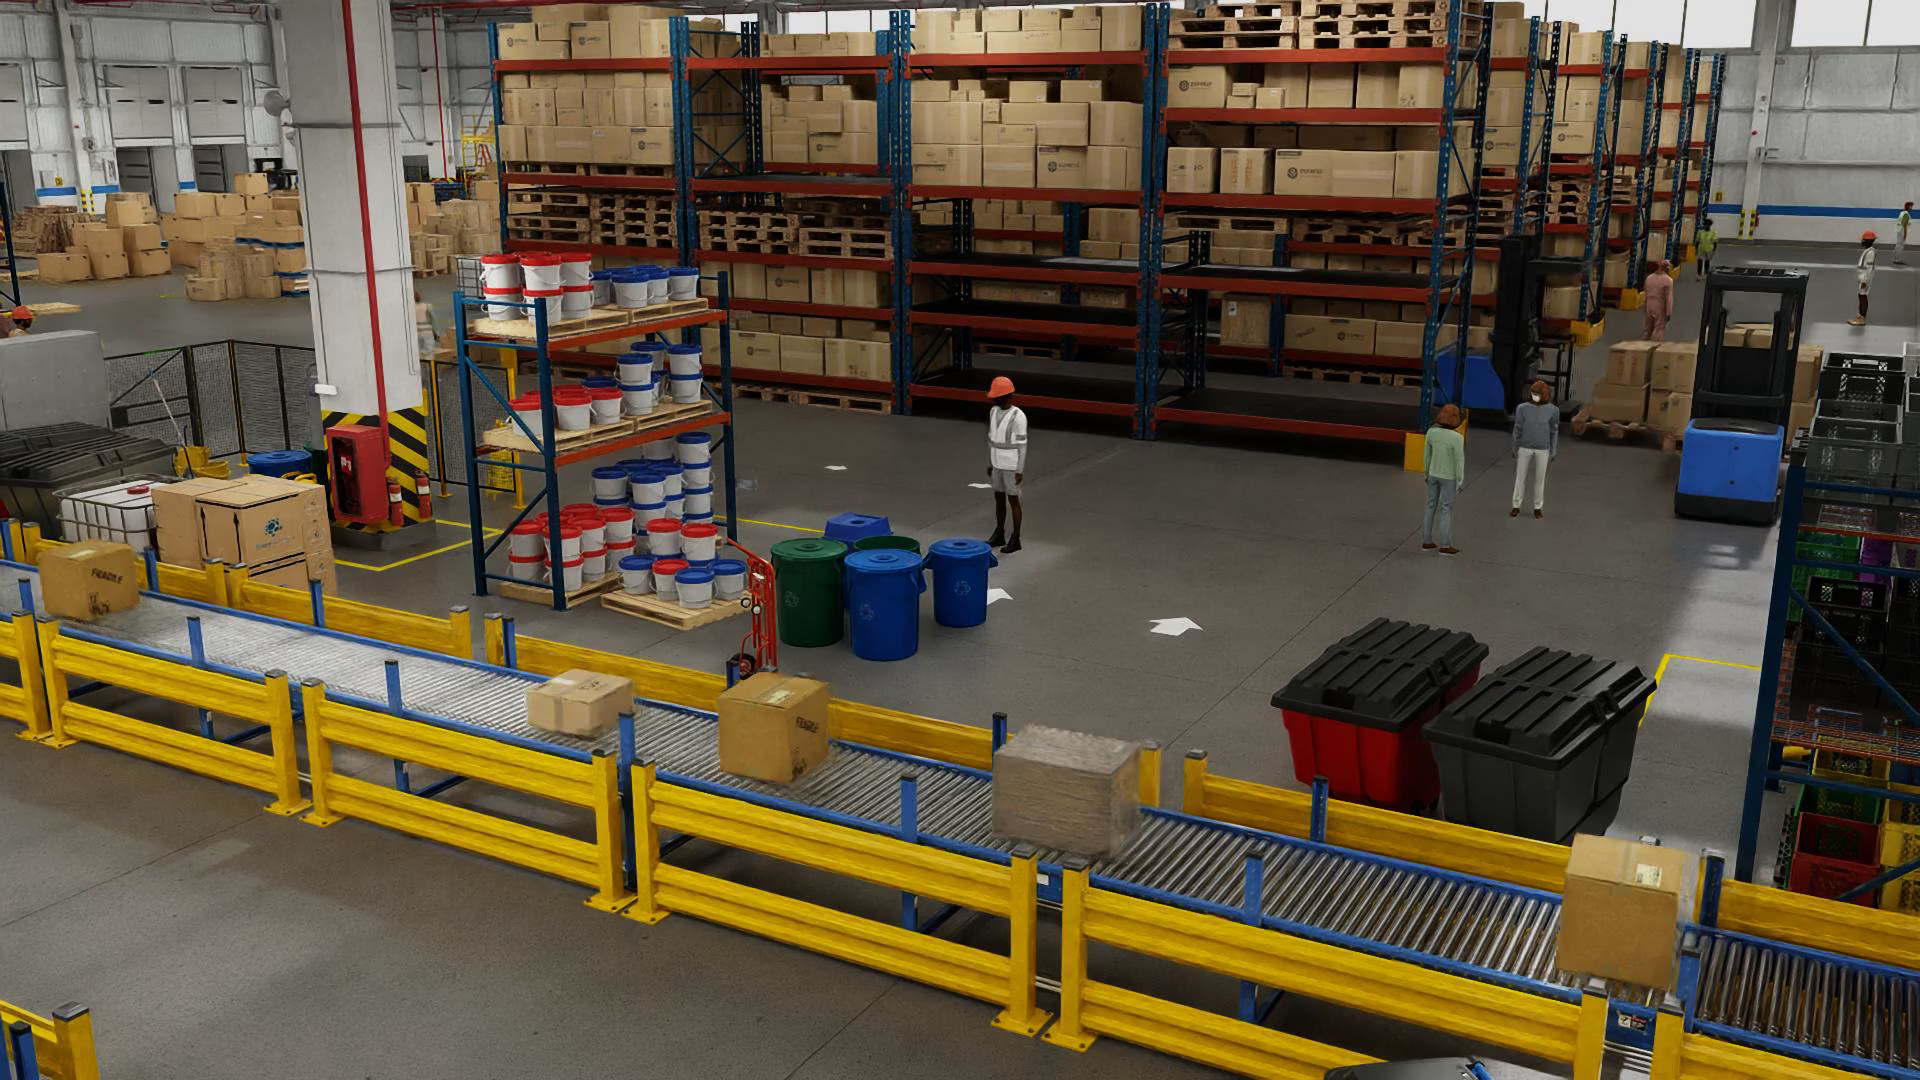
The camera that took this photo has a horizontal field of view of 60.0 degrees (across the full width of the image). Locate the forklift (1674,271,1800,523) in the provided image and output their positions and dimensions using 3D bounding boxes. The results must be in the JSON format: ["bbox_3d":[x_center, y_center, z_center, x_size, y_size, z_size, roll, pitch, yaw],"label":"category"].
[{"bbox_3d":[9.269,-1.763,19.726,1.129,2.768,1.873,8,17,27],"label":"forklift"}]

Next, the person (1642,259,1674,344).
[{"bbox_3d":[13.094,-4.300,31.151,0.400,1.902,0.641,-7,16,-23],"label":"person"}]

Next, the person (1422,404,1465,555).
[{"bbox_3d":[5.225,-0.660,17.970,0.264,1.632,0.507,-10,18,-34],"label":"person"}]

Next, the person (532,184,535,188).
[{"bbox_3d":[-16.997,-13.478,66.049,0.530,1.689,0.322,2,15,9],"label":"person"}]

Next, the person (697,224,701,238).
[{"bbox_3d":[-6.805,-7.871,44.387,0.612,1.995,0.376,-14,20,-42],"label":"person"}]

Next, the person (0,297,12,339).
[{"bbox_3d":[-15.513,-3.103,26.899,0.524,1.769,0.308,3,15,10],"label":"person"}]

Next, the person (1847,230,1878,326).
[{"bbox_3d":[19.546,-5.659,35.978,0.372,2.044,0.607,5,16,19],"label":"person"}]

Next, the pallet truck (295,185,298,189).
[{"bbox_3d":[-26.804,-14.617,69.738,1.885,1.965,0.823,-14,20,-42],"label":"pallet truck"}]

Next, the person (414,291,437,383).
[{"bbox_3d":[-9.316,-3.491,28.661,0.607,1.613,0.347,-6,16,-22],"label":"person"}]

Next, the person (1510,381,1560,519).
[{"bbox_3d":[6.725,-1.057,19.464,0.501,1.631,0.287,5,16,19],"label":"person"}]

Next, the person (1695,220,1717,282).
[{"bbox_3d":[20.043,-7.781,44.711,0.540,1.652,0.857,8,17,26],"label":"person"}]

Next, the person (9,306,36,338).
[{"bbox_3d":[-13.390,-2.399,23.923,0.551,1.935,0.371,13,19,39],"label":"person"}]

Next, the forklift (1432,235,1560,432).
[{"bbox_3d":[8.192,-3.126,24.852,1.873,2.768,1.129,8,17,28],"label":"forklift"}]

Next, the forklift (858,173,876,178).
[{"bbox_3d":[-3.506,-13.649,64.411,1.129,2.768,1.873,8,17,28],"label":"forklift"}]

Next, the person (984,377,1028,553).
[{"bbox_3d":[0.478,-0.816,17.994,0.385,1.927,0.545,-12,19,-37],"label":"person"}]

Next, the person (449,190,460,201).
[{"bbox_3d":[-16.162,-10.238,53.394,0.631,1.939,0.372,-11,18,-35],"label":"person"}]

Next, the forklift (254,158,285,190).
[{"bbox_3d":[-23.549,-11.670,56.970,1.873,2.768,1.129,8,17,27],"label":"forklift"}]

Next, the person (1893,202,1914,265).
[{"bbox_3d":[27.909,-9.084,49.248,0.388,1.837,0.564,5,16,17],"label":"person"}]
